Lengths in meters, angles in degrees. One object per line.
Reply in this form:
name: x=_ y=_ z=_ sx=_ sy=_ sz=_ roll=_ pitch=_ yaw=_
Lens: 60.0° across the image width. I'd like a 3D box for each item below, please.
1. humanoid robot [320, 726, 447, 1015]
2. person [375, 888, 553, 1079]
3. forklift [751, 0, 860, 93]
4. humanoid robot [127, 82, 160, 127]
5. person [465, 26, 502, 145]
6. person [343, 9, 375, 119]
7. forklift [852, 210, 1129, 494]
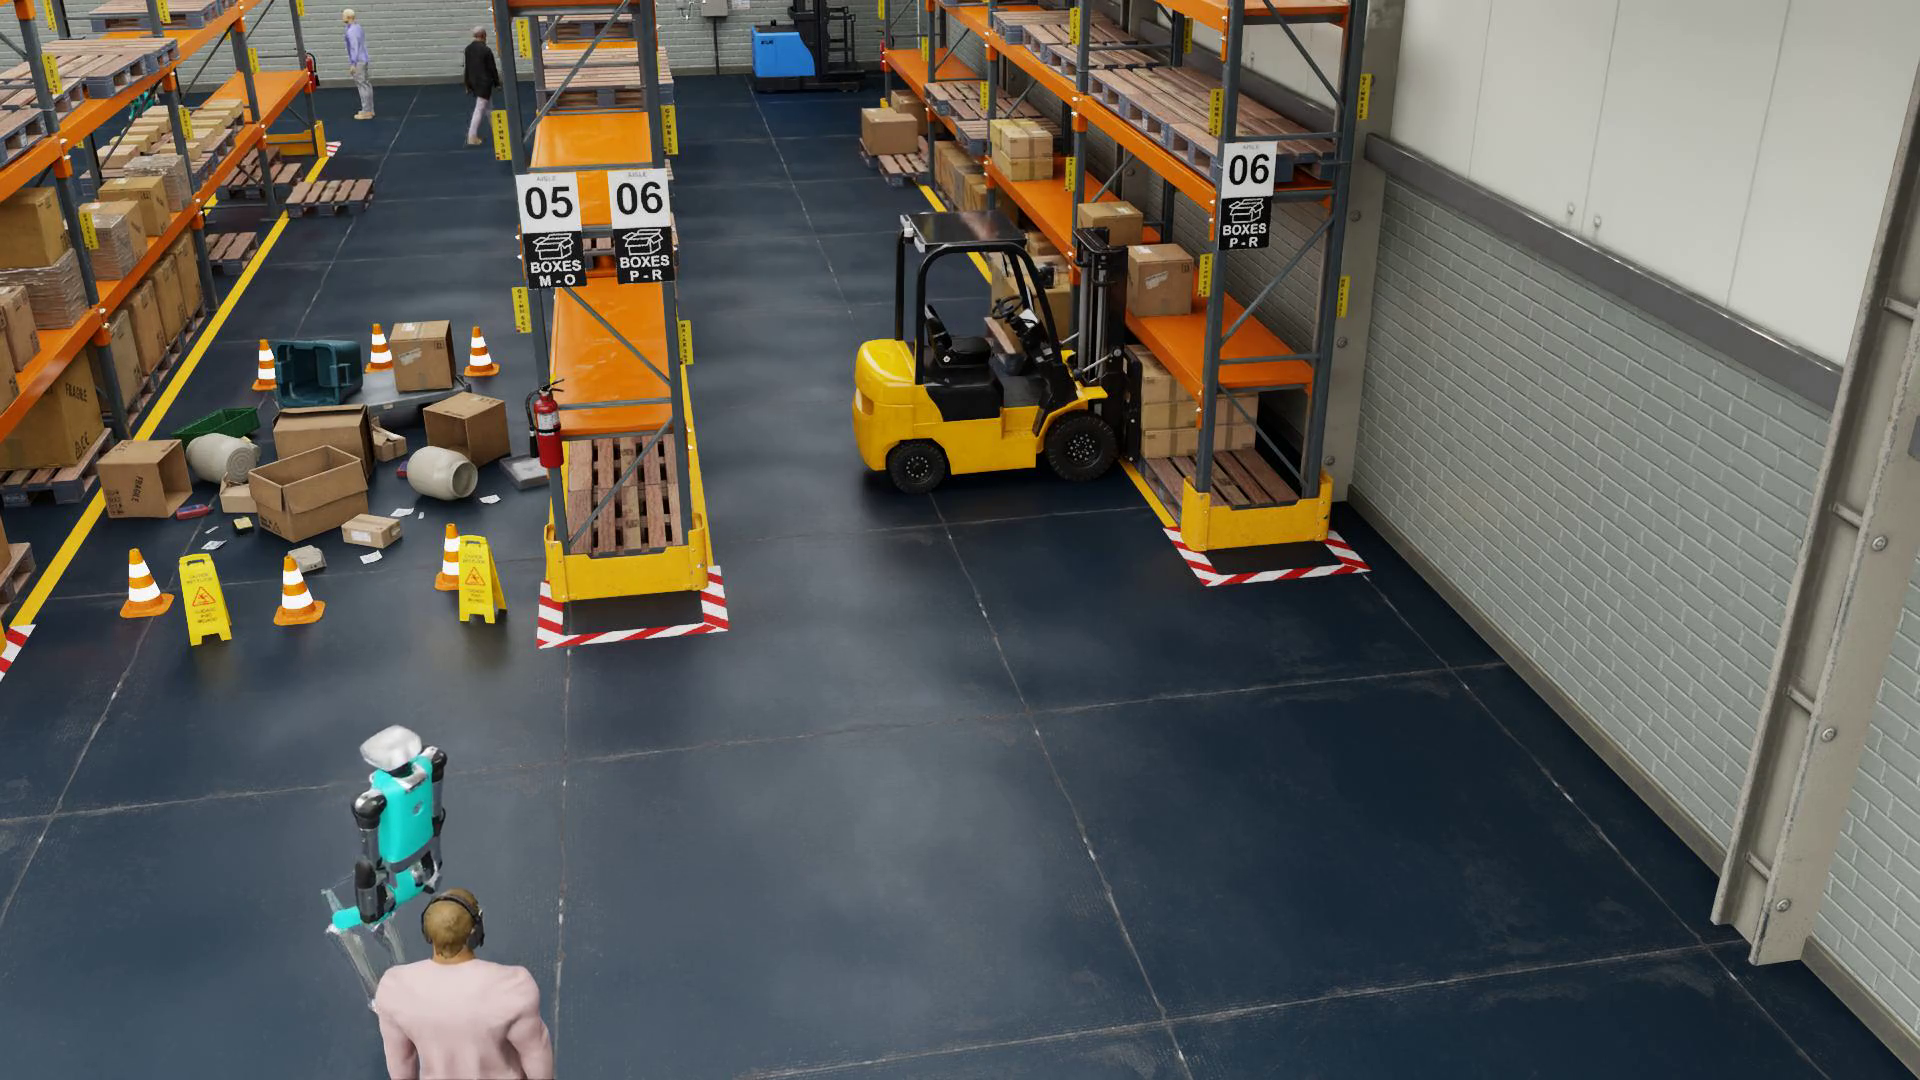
humanoid robot: x=-2.831 y=1.628 z=8.044 sx=0.808 sy=1.755 sz=0.532 roll=12 pitch=28 yaw=23
person: x=-1.914 y=2.206 z=6.608 sx=0.634 sy=1.937 sz=0.355 roll=0 pitch=26 yaw=-1
forklift: x=-2.872 y=-9.679 z=30.288 sx=1.873 sy=2.768 sz=1.129 roll=-5 pitch=26 yaw=-10
humanoid robot: x=-12.769 y=-6.939 z=25.805 sx=0.728 sy=1.728 sz=0.529 roll=22 pitch=33 yaw=38
person: x=-7.595 y=-7.235 z=26.440 sx=0.508 sy=1.798 sz=1.028 roll=17 pitch=31 yaw=32
person: x=-10.157 y=-8.048 z=28.123 sx=0.393 sy=1.800 sz=0.592 roll=-1 pitch=26 yaw=-2
forklift: x=0.216 y=-1.659 z=14.366 sx=2.313 sy=2.155 sz=1.214 roll=-5 pitch=26 yaw=-10
